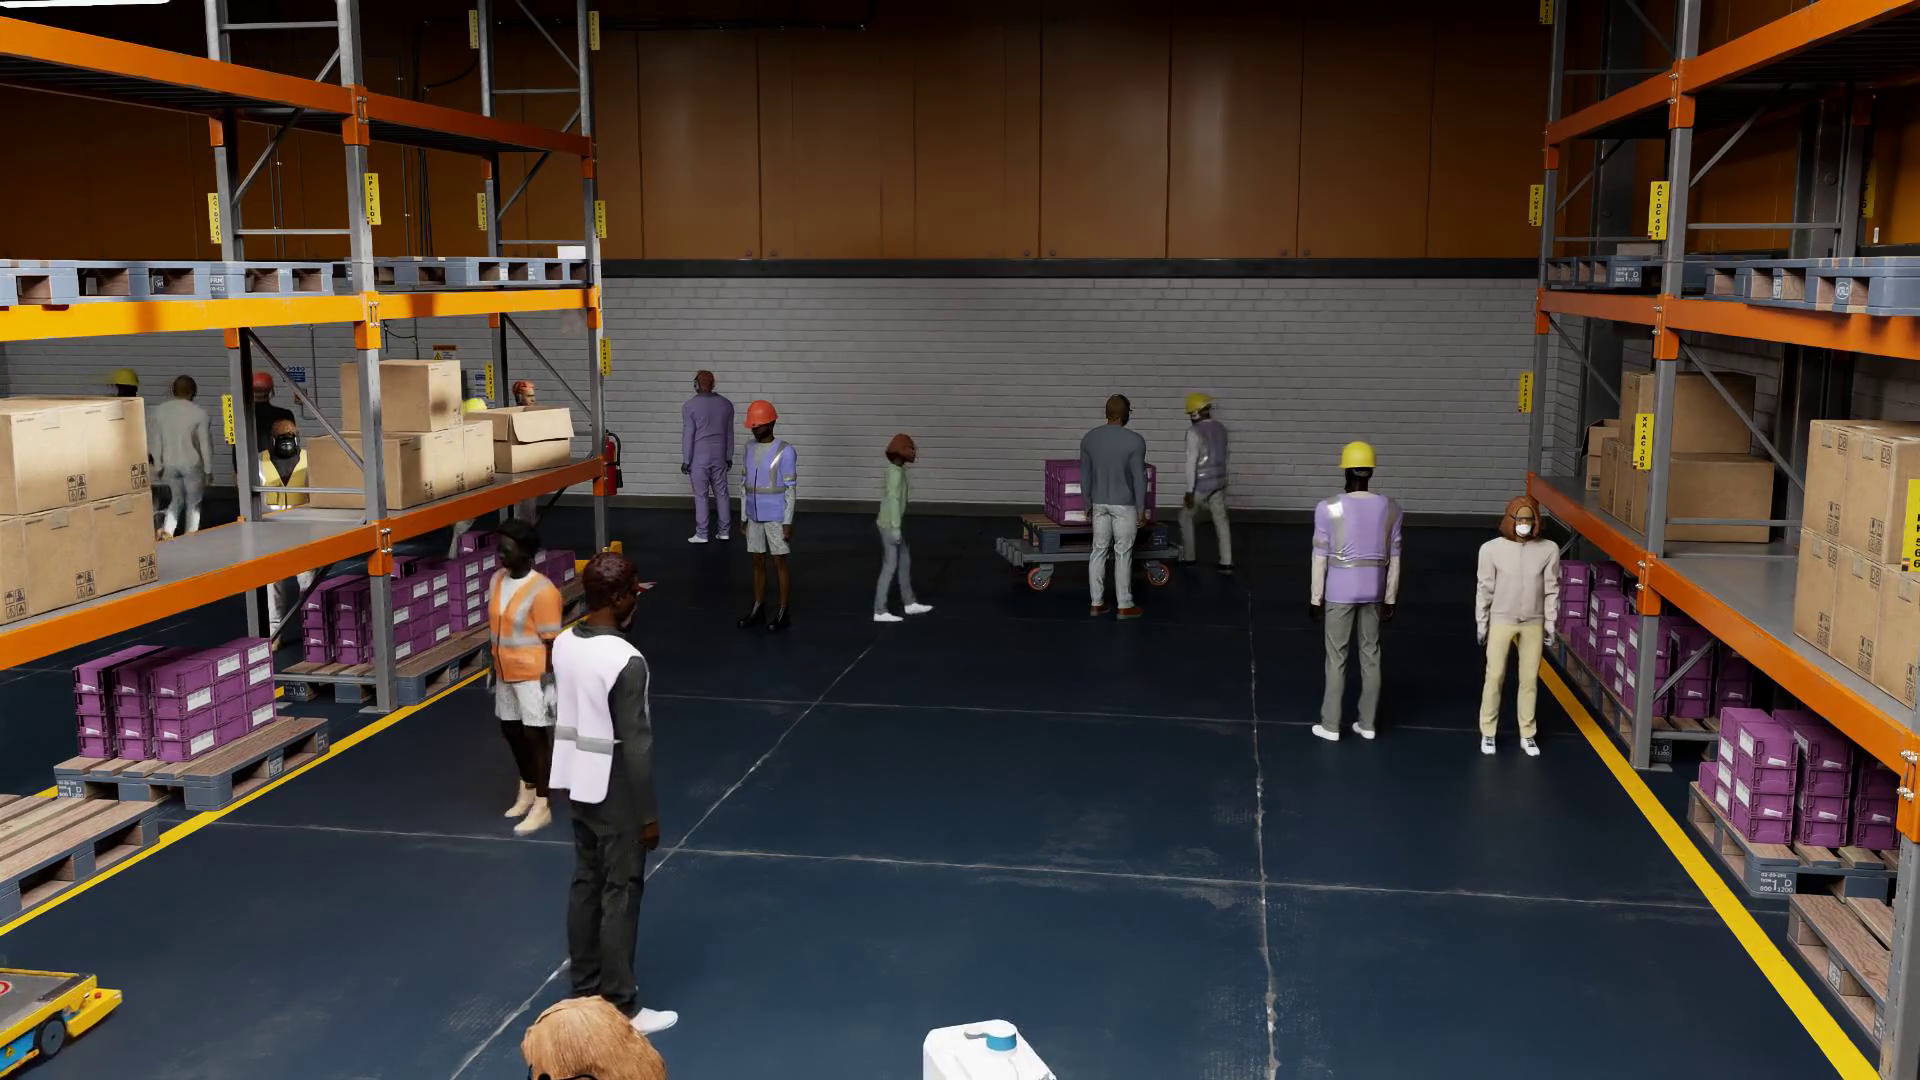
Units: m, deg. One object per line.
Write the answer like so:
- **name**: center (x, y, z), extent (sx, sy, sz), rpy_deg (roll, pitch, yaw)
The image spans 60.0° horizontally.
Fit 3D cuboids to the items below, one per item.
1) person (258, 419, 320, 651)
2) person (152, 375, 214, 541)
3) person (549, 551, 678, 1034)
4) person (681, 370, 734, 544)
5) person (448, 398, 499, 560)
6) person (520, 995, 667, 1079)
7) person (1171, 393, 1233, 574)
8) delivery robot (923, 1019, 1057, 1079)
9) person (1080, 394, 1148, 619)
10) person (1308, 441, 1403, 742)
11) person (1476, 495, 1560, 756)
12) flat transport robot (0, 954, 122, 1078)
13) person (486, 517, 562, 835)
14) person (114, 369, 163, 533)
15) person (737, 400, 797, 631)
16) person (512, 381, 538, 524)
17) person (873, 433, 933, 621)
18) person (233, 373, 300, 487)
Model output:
- **person**: center (-5.291, -0.040, 13.138), extent (0.627, 1.836, 0.428), rpy_deg (-3, 10, -20)
- **person**: center (-8.041, -0.739, 17.189), extent (0.665, 1.914, 0.533), rpy_deg (1, 9, 7)
- **person**: center (-1.387, 0.994, 6.518), extent (0.388, 1.911, 0.607), rpy_deg (-8, 12, -39)
- **person**: center (-2.790, -0.911, 18.283), extent (0.652, 1.906, 0.402), rpy_deg (-8, 12, -40)
- **person**: center (-4.574, -0.462, 15.891), extent (0.887, 1.781, 0.605), rpy_deg (-8, 12, -41)
- **person**: center (-0.686, 1.669, 3.241), extent (0.295, 1.622, 0.510), rpy_deg (-2, 10, -14)
- **person**: center (2.386, -0.556, 16.460), extent (0.710, 1.777, 0.761), rpy_deg (-9, 13, -43)
- **delivery robot**: center (0.133, 1.808, 5.381), extent (0.477, 0.478, 0.707), rpy_deg (-3, 10, -19)
- **person**: center (1.330, -0.289, 14.346), extent (0.634, 1.938, 0.355), rpy_deg (6, 11, 35)
- **person**: center (2.507, 0.332, 10.591), extent (0.590, 1.921, 0.391), rpy_deg (-2, 9, -11)
- **person**: center (3.430, 0.529, 10.267), extent (0.494, 1.624, 0.283), rpy_deg (0, 9, 1)
- **flat transport robot**: center (-3.811, 1.887, 6.054), extent (0.652, 0.197, 1.431), rpy_deg (1, 9, 9)
- **person**: center (-2.335, 0.715, 8.916), extent (0.546, 1.701, 0.320), rpy_deg (8, 12, 39)
- **person**: center (-9.268, -0.969, 18.702), extent (0.872, 1.890, 0.598), rpy_deg (-3, 10, -20)
- **person**: center (-1.621, -0.203, 13.847), extent (0.543, 1.928, 0.374), rpy_deg (6, 11, 31)
- **person**: center (-4.464, -0.688, 17.002), extent (0.345, 1.878, 0.579), rpy_deg (3, 10, 20)
- **person**: center (-0.492, -0.107, 14.233), extent (0.498, 1.616, 0.532), rpy_deg (0, 9, 0)
- **person**: center (-7.154, -0.751, 17.208), extent (0.647, 1.938, 1.048), rpy_deg (-3, 10, -18)
